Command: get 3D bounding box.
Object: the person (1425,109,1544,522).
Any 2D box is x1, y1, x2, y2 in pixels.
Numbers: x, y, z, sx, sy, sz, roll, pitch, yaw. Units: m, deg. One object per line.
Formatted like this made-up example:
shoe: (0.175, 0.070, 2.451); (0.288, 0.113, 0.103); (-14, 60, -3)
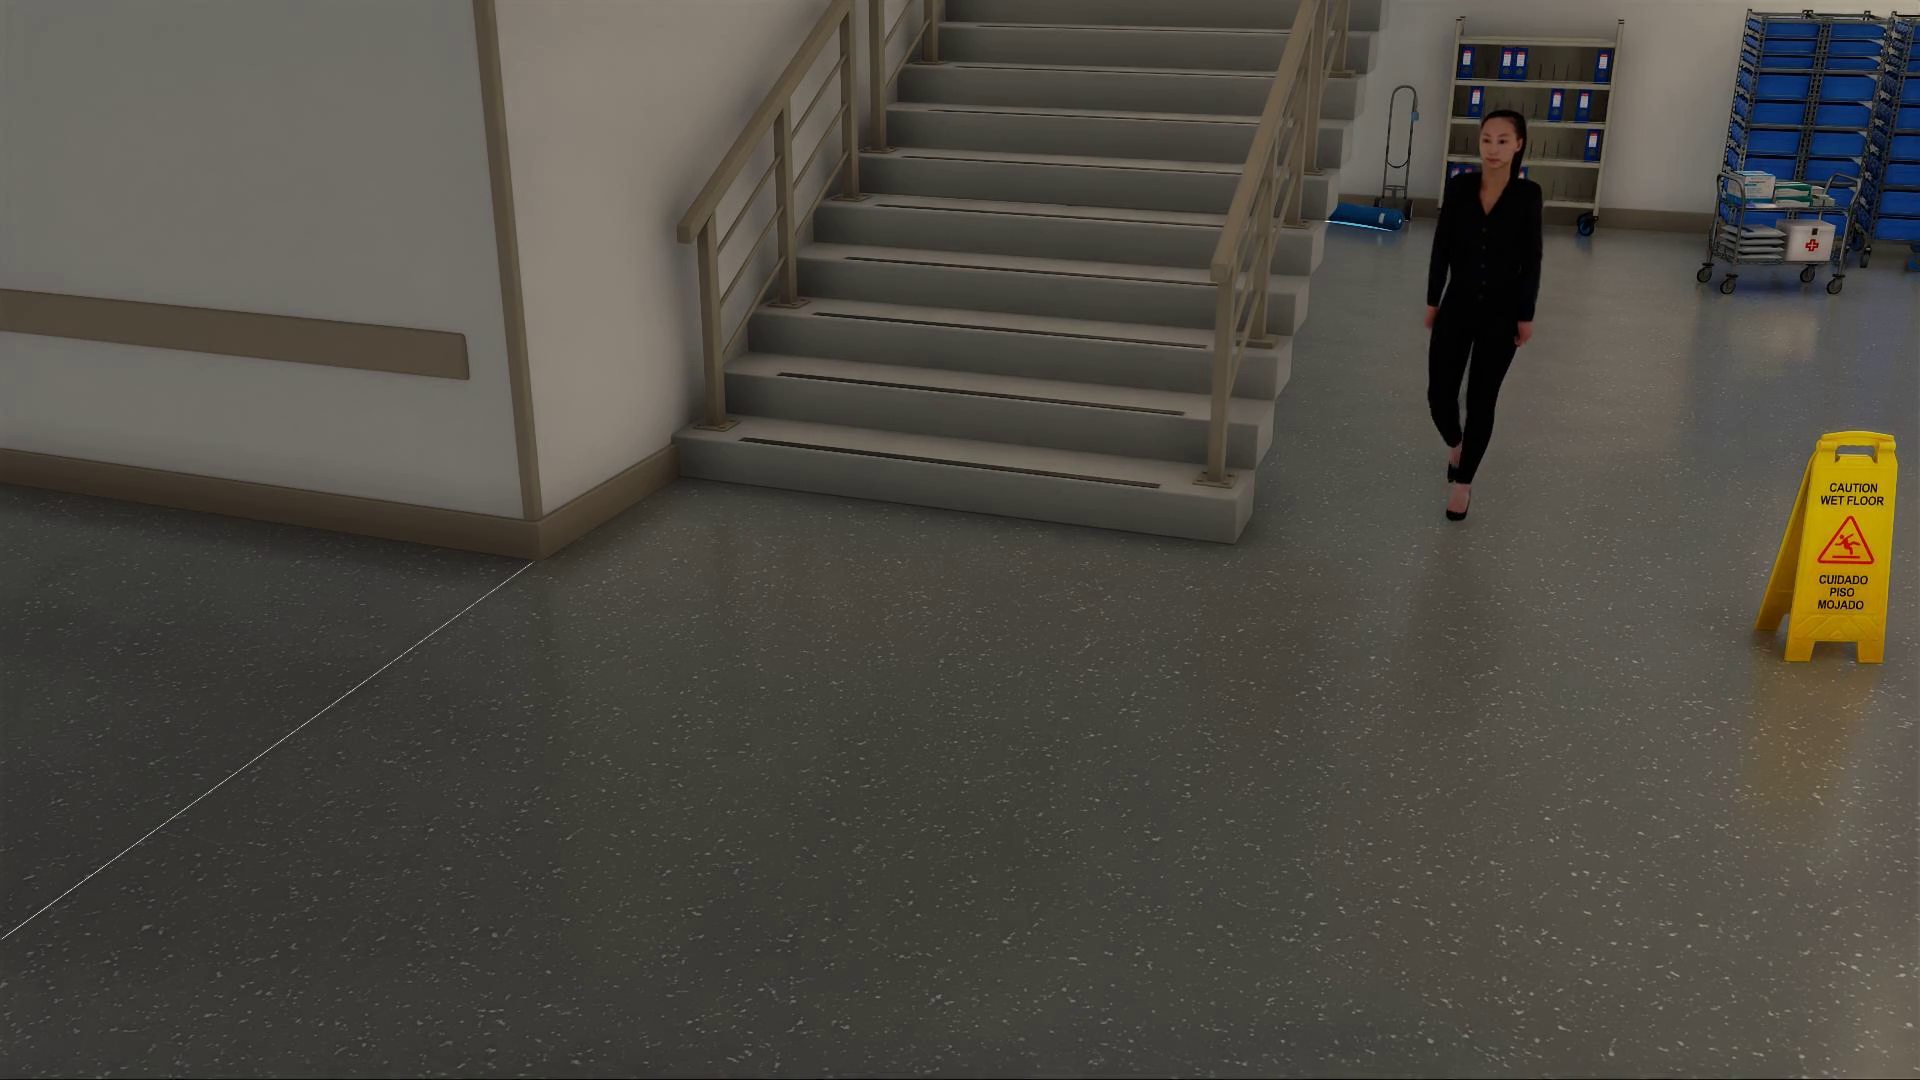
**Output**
person: (2.154, -0.920, 6.892); (0.610, 1.706, 0.686); (9, 23, 23)
